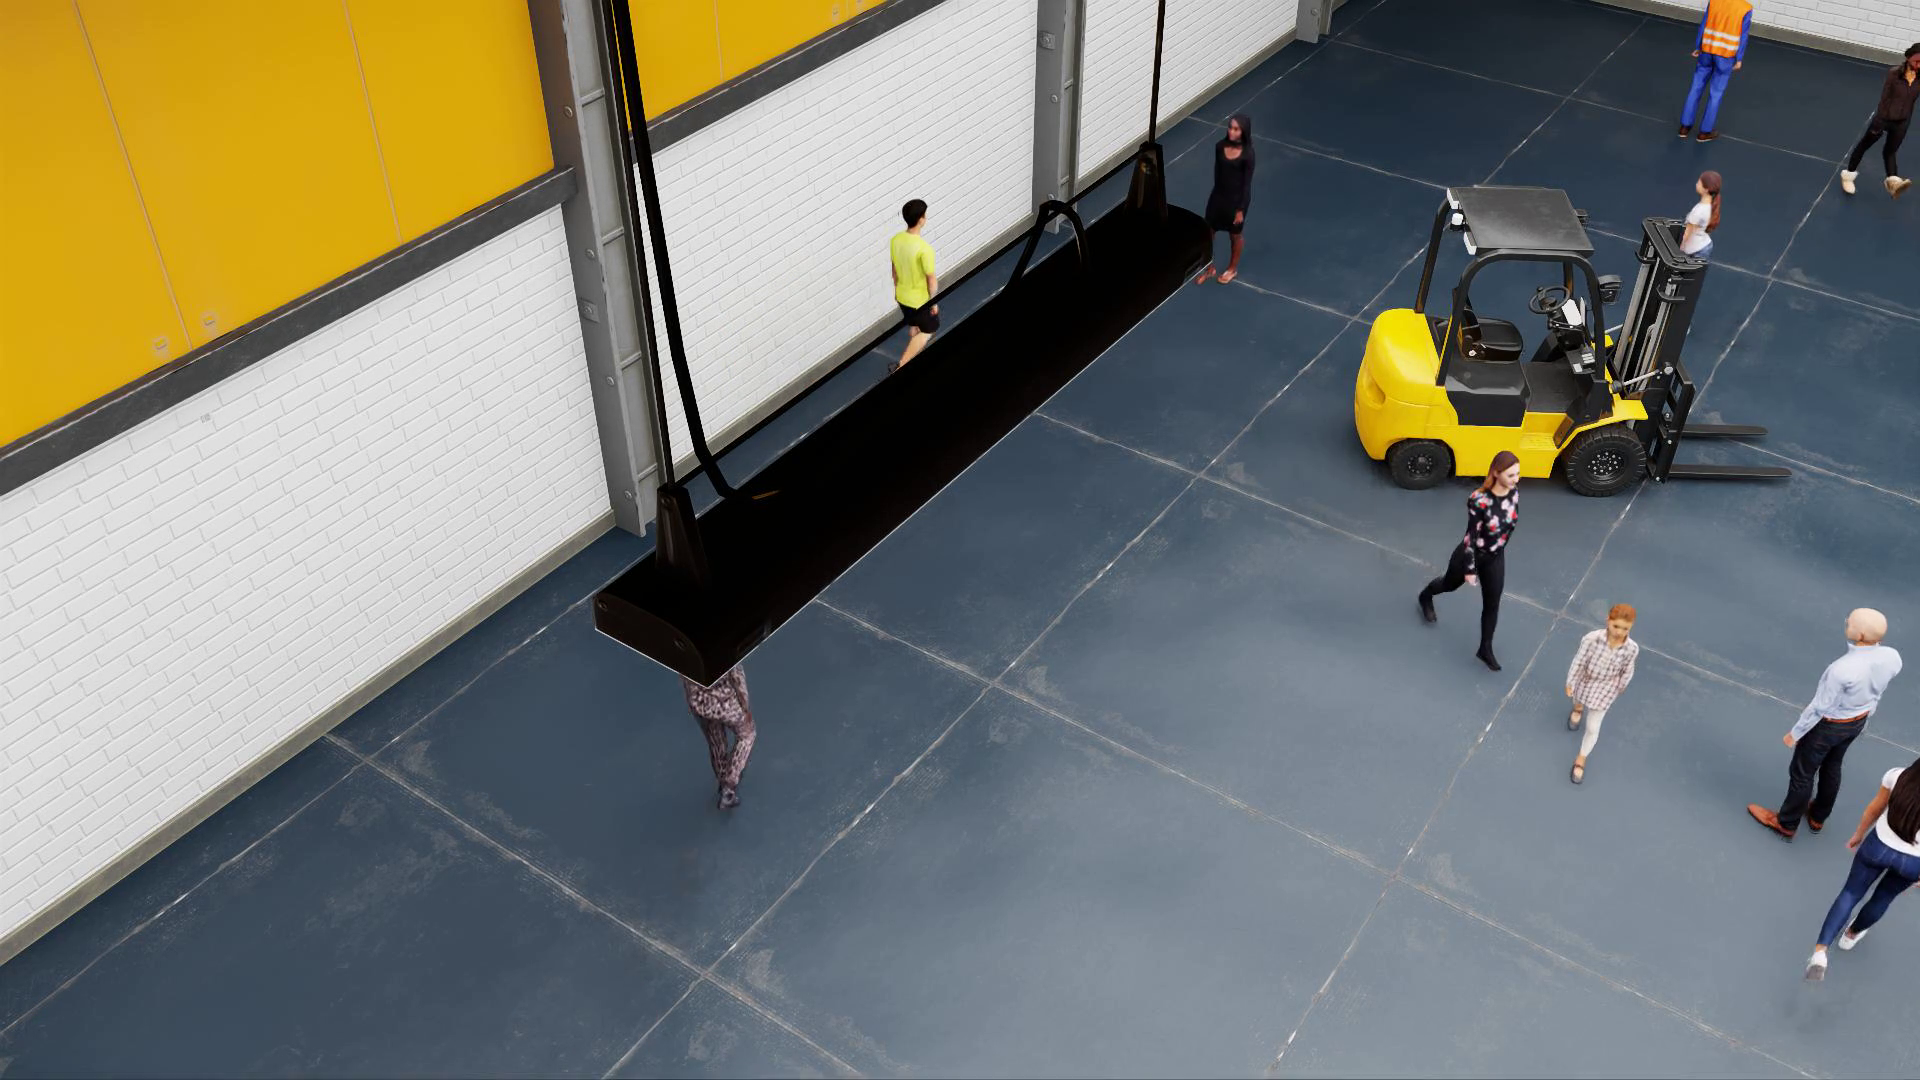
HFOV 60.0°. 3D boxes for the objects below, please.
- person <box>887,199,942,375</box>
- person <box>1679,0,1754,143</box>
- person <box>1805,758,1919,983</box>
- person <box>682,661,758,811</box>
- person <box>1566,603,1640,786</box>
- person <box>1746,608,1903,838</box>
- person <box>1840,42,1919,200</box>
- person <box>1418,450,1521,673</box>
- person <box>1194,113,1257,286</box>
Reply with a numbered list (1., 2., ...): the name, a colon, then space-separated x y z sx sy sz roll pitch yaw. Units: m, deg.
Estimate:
1. person: -0.420 -2.063 14.118 0.694 1.693 0.951 28 46 30
2. person: 8.185 -5.241 17.963 0.661 1.862 0.733 -32 48 -33
3. person: 5.139 1.817 9.213 0.683 1.752 1.044 29 47 31
4. person: -1.509 1.057 10.201 0.726 1.707 0.793 8 39 10
5. person: 4.117 0.880 10.762 0.625 1.283 0.986 17 42 20
6. person: 5.298 1.127 10.051 0.741 1.785 0.861 -11 40 -13
7. person: 9.438 -4.171 16.803 0.902 1.638 1.066 8 39 10
8. person: 3.524 0.063 11.495 1.086 1.644 1.028 -13 41 -16
9. person: 2.575 -3.178 15.506 0.648 1.704 0.722 28 47 31
